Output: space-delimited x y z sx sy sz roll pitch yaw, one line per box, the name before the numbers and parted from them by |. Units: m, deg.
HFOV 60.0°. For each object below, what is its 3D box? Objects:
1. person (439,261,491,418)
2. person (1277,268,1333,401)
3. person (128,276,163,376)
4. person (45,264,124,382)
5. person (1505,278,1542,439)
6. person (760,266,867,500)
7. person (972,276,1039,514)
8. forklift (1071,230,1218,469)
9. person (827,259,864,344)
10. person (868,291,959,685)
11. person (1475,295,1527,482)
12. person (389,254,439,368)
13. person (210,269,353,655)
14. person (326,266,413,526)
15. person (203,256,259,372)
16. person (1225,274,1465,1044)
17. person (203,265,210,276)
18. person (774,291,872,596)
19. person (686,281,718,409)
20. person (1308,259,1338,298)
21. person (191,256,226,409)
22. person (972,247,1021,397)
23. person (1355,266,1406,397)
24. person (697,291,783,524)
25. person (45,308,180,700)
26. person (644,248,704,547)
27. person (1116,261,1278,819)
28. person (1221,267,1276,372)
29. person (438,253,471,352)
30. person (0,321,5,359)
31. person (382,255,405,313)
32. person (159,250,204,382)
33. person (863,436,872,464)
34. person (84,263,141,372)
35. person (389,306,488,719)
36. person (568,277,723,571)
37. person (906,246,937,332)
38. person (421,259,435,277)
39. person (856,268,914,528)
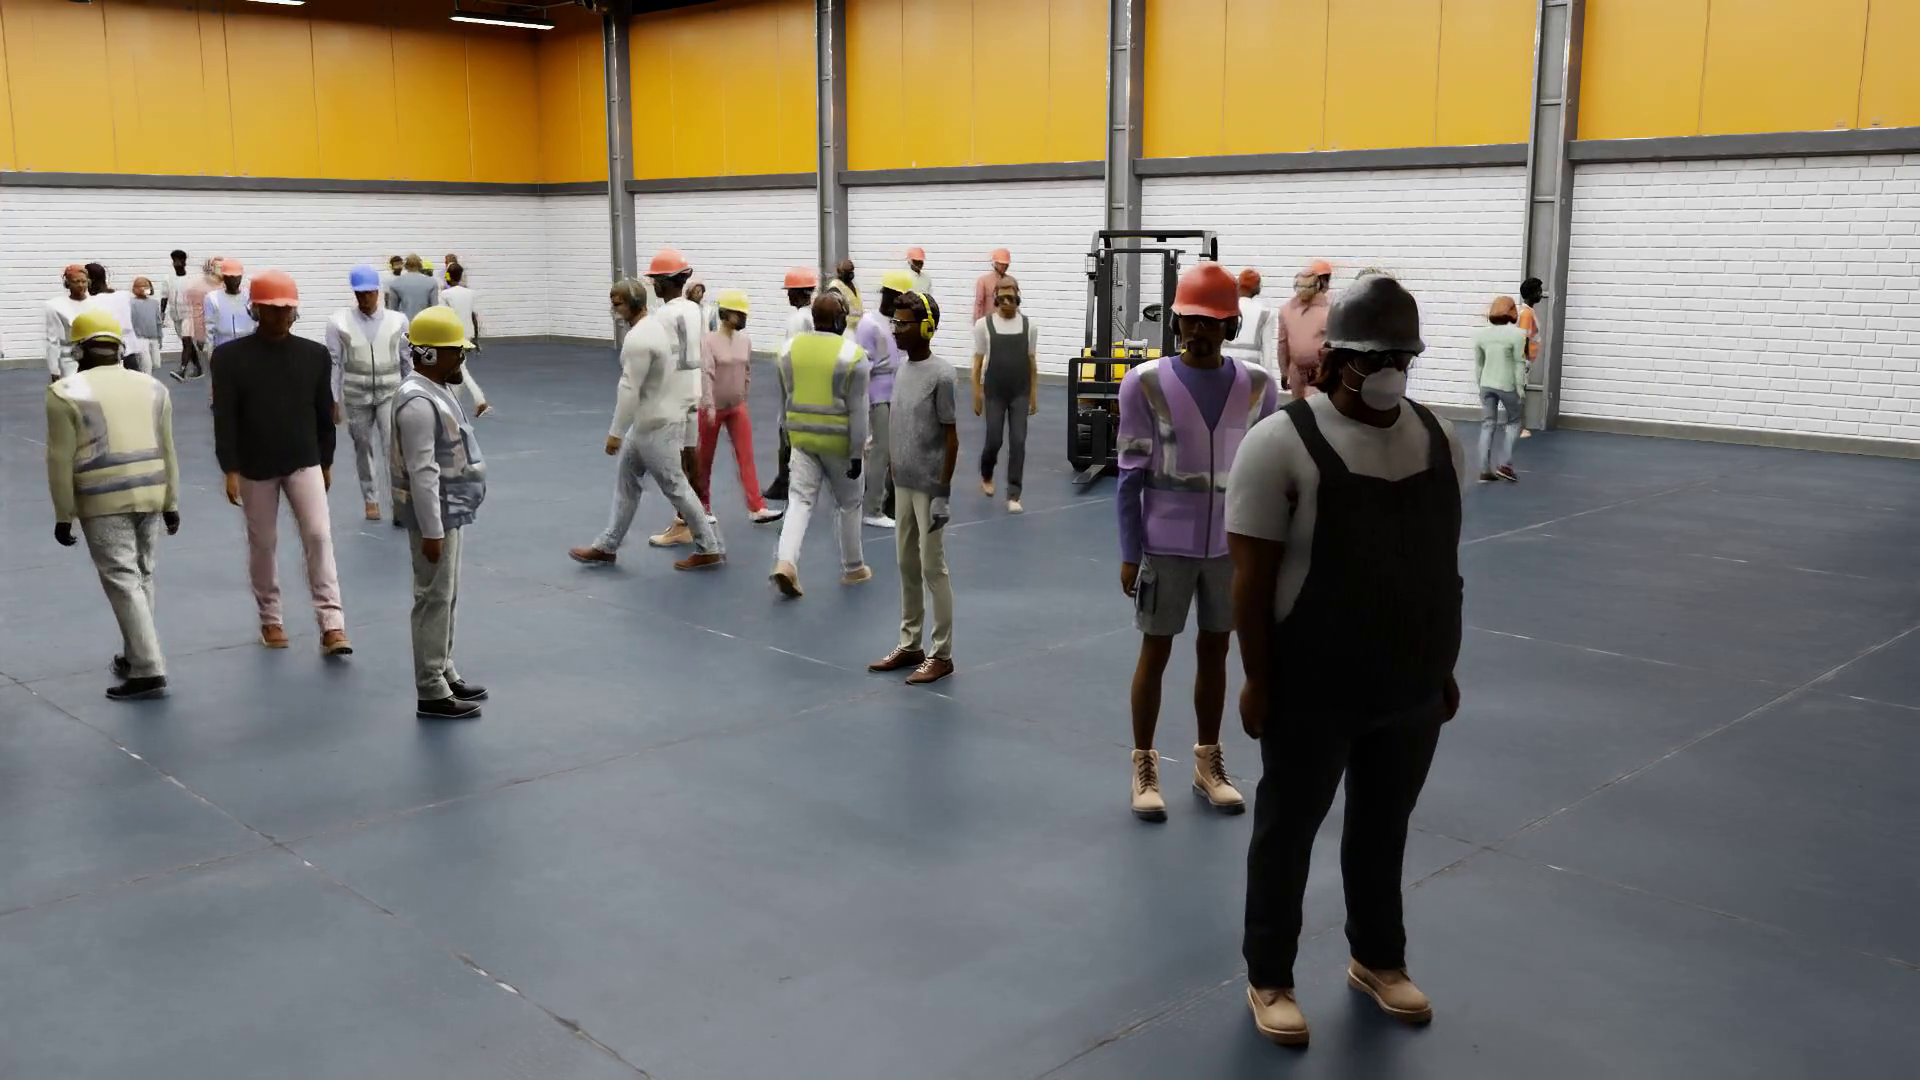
person | -5.876 -2.353 19.555 0.958 1.834 0.529 6 12 31
person | 3.115 -1.505 14.927 0.654 1.829 0.969 9 13 39
person | -10.456 -2.556 21.260 0.603 1.617 0.503 4 11 22
person | -8.005 -1.587 15.268 0.547 1.867 0.598 9 14 41
person | 5.953 -1.916 17.551 0.320 1.689 0.525 3 11 17
person | -1.163 -1.236 13.290 0.959 1.903 0.559 5 11 25
person | 0.342 -1.135 12.927 0.511 1.826 0.640 -2 11 -12
forklift | 1.804 -1.825 15.677 1.214 2.155 2.313 2 11 13
person | -1.547 -2.805 22.053 0.841 1.820 0.621 4 11 22
person | -0.212 -0.249 7.968 0.328 1.872 0.513 -8 13 -36
person | 4.694 -1.299 14.368 0.443 1.615 0.527 -8 13 -36
person | -7.311 -2.887 22.321 0.648 1.889 1.014 -3 11 -16
person | -3.404 -0.365 8.365 0.621 1.952 0.953 -7 12 -33
person | -4.321 -1.045 12.219 0.639 1.896 0.965 -4 11 -21
person | -7.279 -1.883 16.731 0.556 1.925 0.631 -4 11 -23
person | 1.065 0.320 4.398 0.688 2.000 0.536 -4 11 -19
person | -12.586 -3.825 28.093 0.313 1.639 0.517 0 10 1
person | -0.831 -0.572 9.915 0.627 1.813 0.886 4 11 20
person | -3.026 -2.139 18.948 0.515 1.624 0.659 -6 12 -30
person | 3.899 -1.970 17.304 0.832 1.901 0.586 -2 11 -9
person | -8.895 -2.496 20.230 0.914 1.869 0.659 3 11 18
person | 0.489 -2.774 21.443 0.630 1.972 0.491 -6 12 -30
person | 2.964 -1.078 12.418 0.996 1.888 0.661 -2 11 -12
person | -1.667 -0.945 12.165 0.554 1.712 0.897 -10 14 -43
person | -3.936 -0.169 7.767 0.654 1.798 0.610 5 12 26
person | -1.971 -0.970 11.426 0.374 2.042 0.615 2 11 12
person | 0.874 0.010 6.092 0.609 2.040 0.394 -2 11 -12
person | 2.483 -1.500 14.826 0.626 1.853 0.794 1 10 5
person | -9.244 -4.346 30.481 0.579 1.812 0.910 -9 14 -41
person | -11.473 -2.223 19.456 0.526 1.589 0.818 -7 12 -33
person | -9.127 -3.701 26.933 0.513 1.828 0.744 -8 13 -39
person | -11.413 -3.279 24.375 0.611 1.910 1.015 2 11 10
person | -0.600 -1.301 14.356 0.546 1.621 0.517 9 14 42
person | -8.530 -1.830 16.636 1.025 1.846 0.611 2 11 9
person | -2.304 -0.118 7.385 0.403 1.826 0.590 -2 11 -11
person | -1.983 -0.712 10.517 0.994 1.876 0.635 -1 10 -7
person | -0.596 -3.053 22.972 0.614 1.979 0.433 -9 14 -41
person | -8.578 -3.628 26.716 0.539 1.744 0.408 5 12 26
person | -0.610 -1.053 12.289 0.618 1.887 0.649 5 12 27
